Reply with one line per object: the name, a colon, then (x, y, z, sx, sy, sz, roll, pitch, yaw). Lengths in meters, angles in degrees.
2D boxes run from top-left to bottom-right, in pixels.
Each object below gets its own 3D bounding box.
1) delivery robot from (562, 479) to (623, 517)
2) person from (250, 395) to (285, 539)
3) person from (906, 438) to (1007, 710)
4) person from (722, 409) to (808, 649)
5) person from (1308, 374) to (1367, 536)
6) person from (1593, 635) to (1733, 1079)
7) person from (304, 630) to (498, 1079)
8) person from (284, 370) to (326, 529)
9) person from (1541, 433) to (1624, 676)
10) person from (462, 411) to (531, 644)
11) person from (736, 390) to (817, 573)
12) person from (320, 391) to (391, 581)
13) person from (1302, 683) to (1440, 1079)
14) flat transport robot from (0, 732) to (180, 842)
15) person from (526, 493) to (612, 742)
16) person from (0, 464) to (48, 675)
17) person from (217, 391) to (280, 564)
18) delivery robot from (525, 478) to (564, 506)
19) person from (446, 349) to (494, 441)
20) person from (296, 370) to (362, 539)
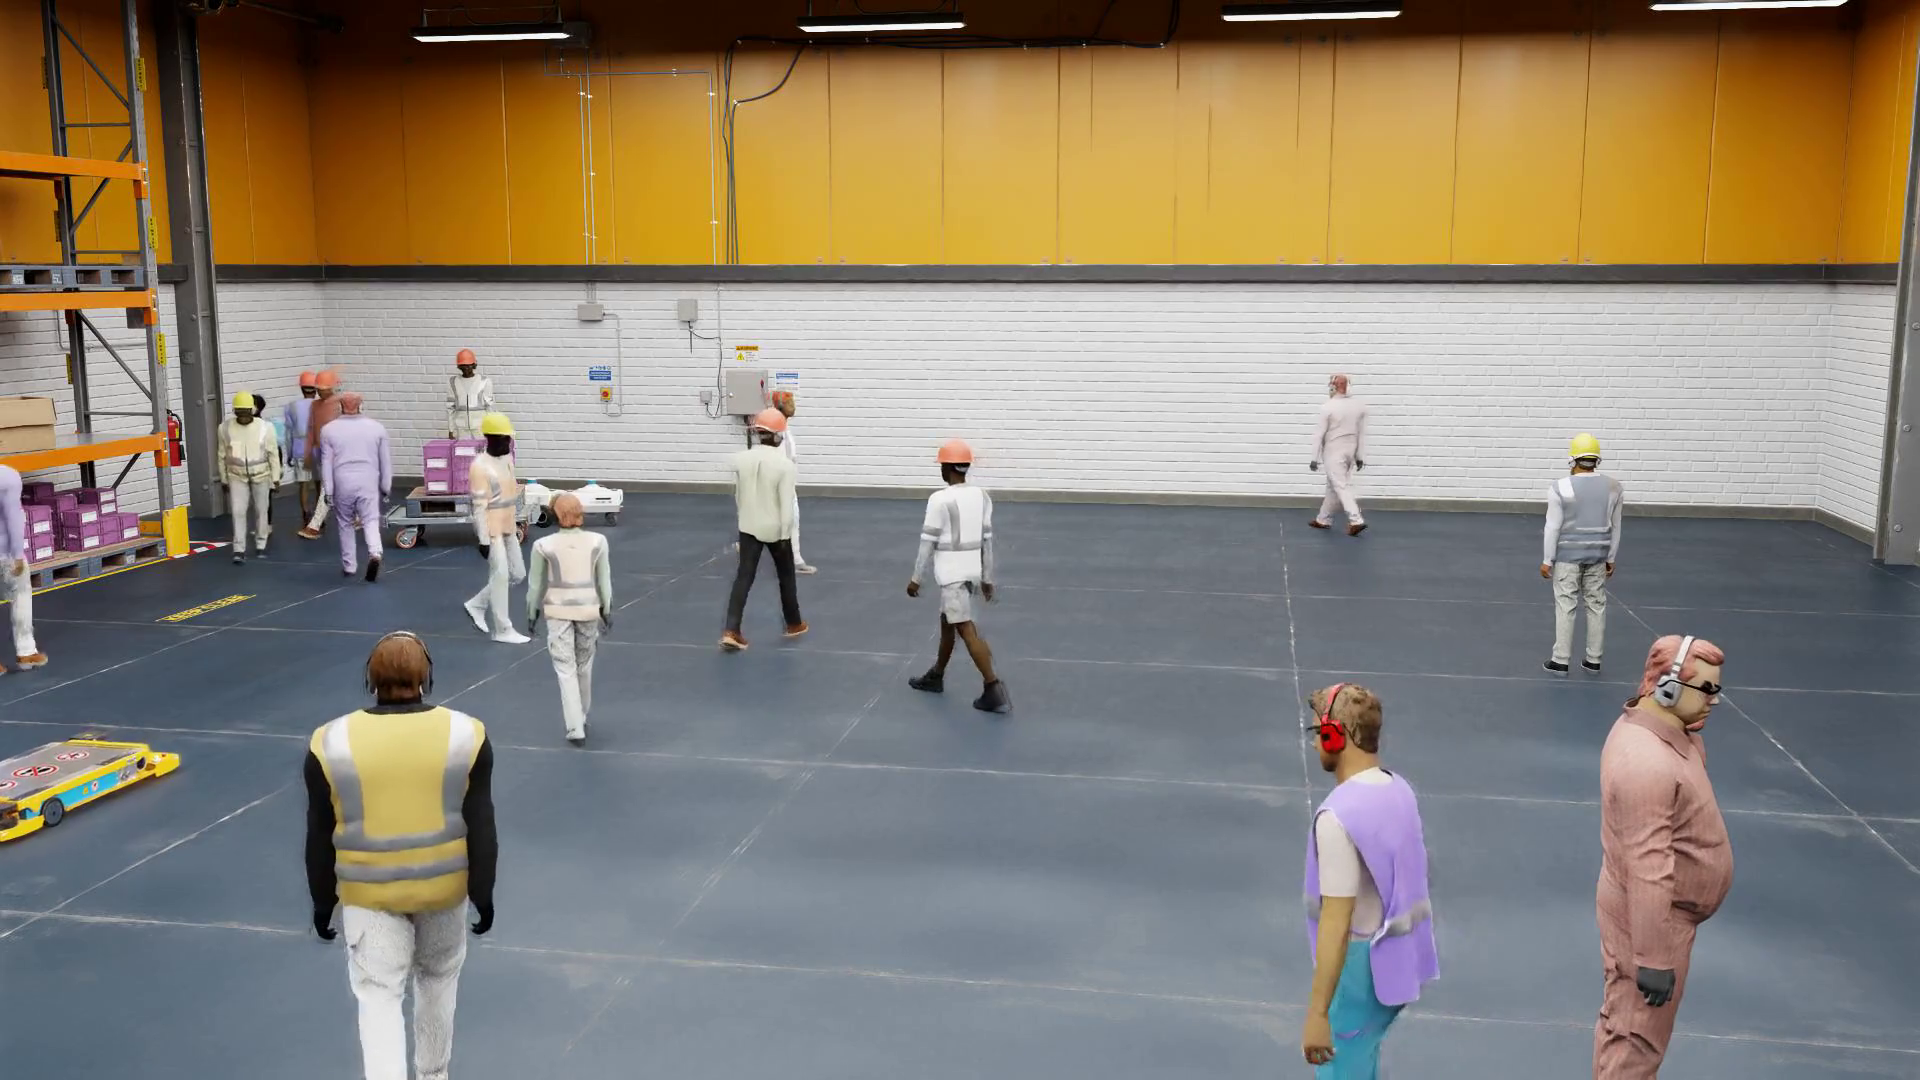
delivery robot: (-4.386, -0.483, 19.869, 0.707, 0.478, 0.477, -2, 9, -13)
person: (-7.965, -0.809, 18.781, 0.595, 1.653, 0.764, 2, 9, 14)
person: (0.000, 0.229, 11.656, 1.008, 1.891, 0.553, 8, 12, 41)
person: (-1.609, -0.097, 13.509, 0.604, 1.942, 1.061, 4, 10, 22)
person: (4.412, -0.993, 19.314, 0.649, 1.860, 1.018, -5, 11, -30)
person: (2.238, 1.237, 5.332, 0.407, 1.902, 0.639, 3, 10, 20)
person: (-1.921, 1.214, 5.757, 0.632, 1.812, 0.861, -3, 10, -19)
person: (-7.541, -1.016, 19.325, 0.545, 1.908, 0.949, -4, 10, -21)
person: (4.657, 0.113, 12.510, 0.586, 1.833, 0.403, -1, 9, -6)
person: (-3.805, -0.098, 13.562, 0.537, 1.914, 0.612, 2, 9, 11)
person: (-1.839, -0.572, 16.669, 0.717, 1.866, 0.585, 1, 9, 4)
person: (-5.929, -0.526, 16.383, 0.660, 1.874, 0.803, -4, 10, -25)
person: (1.280, 1.350, 4.940, 0.691, 1.803, 0.642, 6, 11, 33)
flat transport robot: (-5.202, 1.383, 9.463, 0.652, 0.197, 1.431, 2, 9, 12)
person: (-2.547, 0.493, 10.844, 0.537, 1.607, 0.708, -5, 10, -27)
person: (-7.263, 0.074, 12.519, 0.633, 1.916, 0.743, 0, 9, -2)
person: (-7.410, -0.651, 17.336, 0.614, 1.790, 0.858, -3, 10, -18)
delivery robot: (-5.122, -0.497, 19.957, 0.707, 0.478, 0.477, 2, 9, 14)
person: (-6.466, -1.503, 21.952, 0.611, 2.030, 0.409, -1, 9, -4)
person: (-7.230, -0.994, 19.127, 0.638, 1.922, 1.077, 6, 11, 34)
